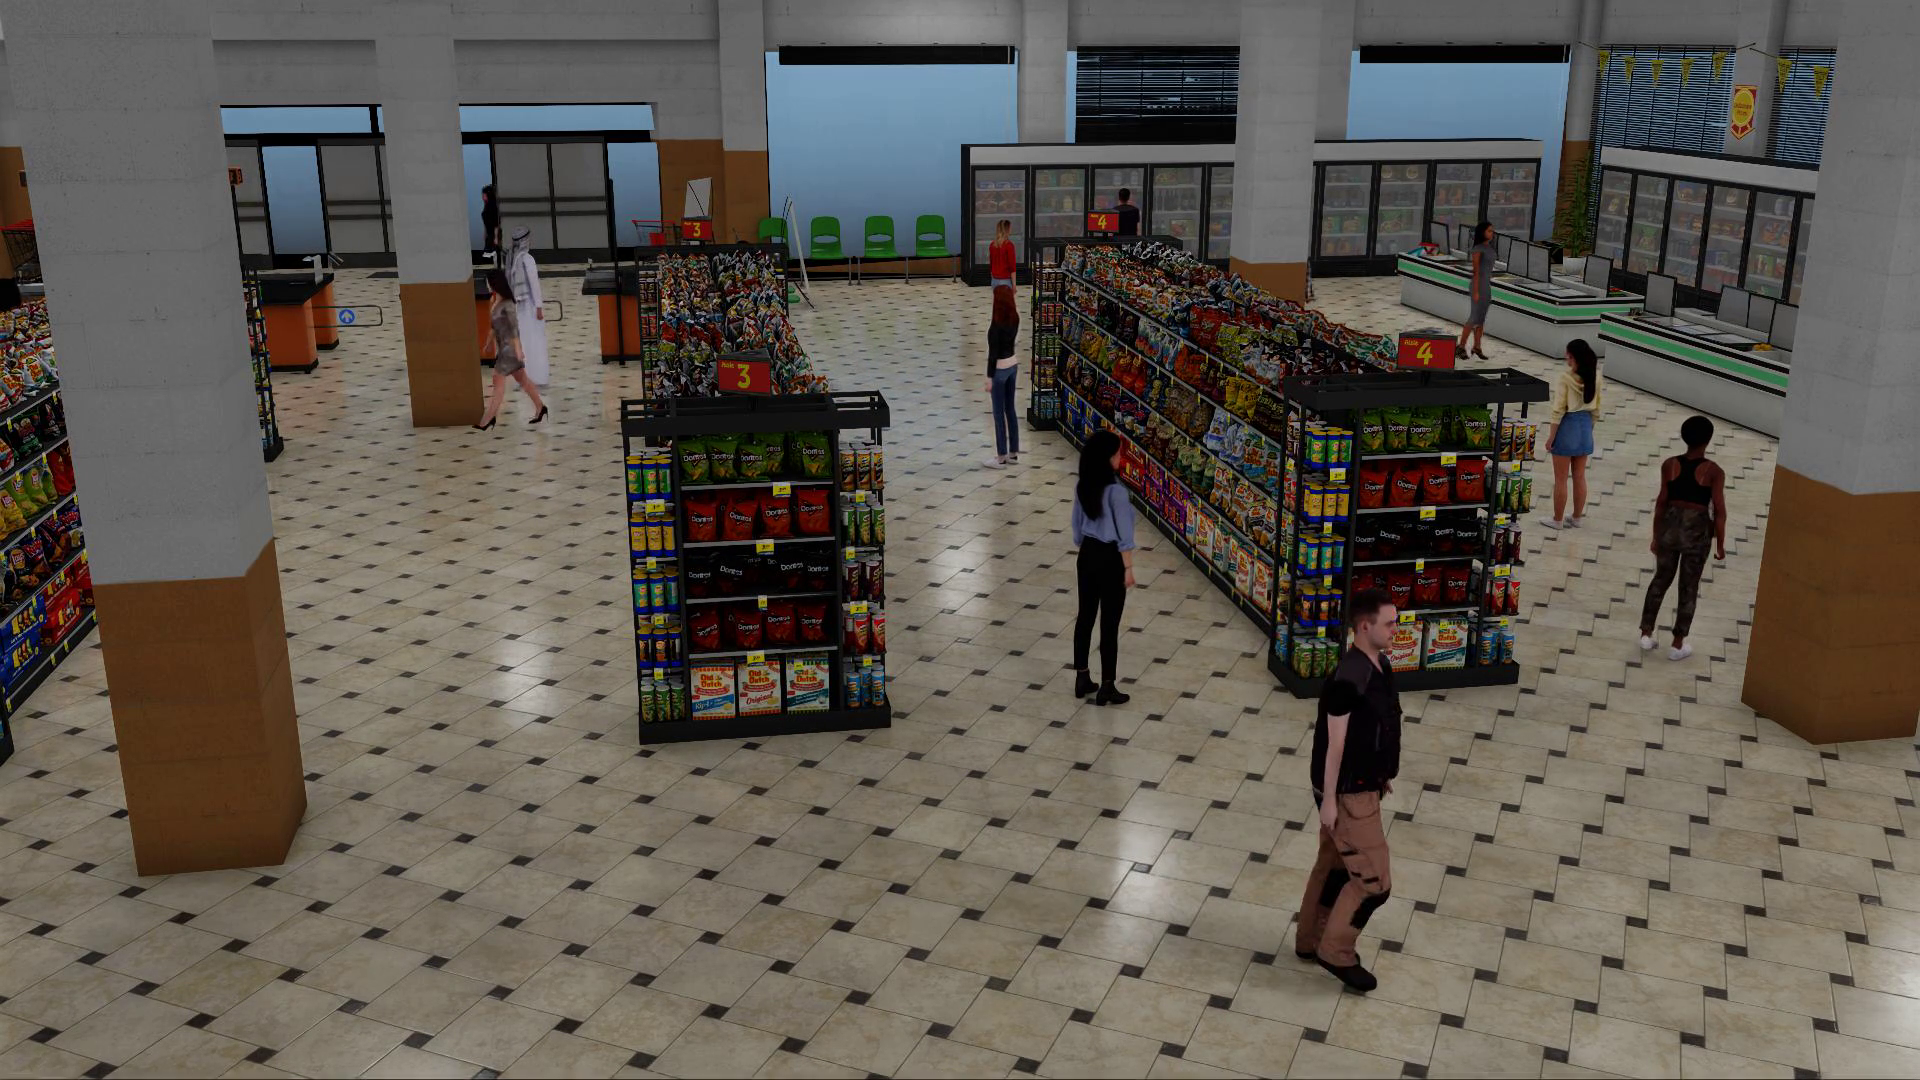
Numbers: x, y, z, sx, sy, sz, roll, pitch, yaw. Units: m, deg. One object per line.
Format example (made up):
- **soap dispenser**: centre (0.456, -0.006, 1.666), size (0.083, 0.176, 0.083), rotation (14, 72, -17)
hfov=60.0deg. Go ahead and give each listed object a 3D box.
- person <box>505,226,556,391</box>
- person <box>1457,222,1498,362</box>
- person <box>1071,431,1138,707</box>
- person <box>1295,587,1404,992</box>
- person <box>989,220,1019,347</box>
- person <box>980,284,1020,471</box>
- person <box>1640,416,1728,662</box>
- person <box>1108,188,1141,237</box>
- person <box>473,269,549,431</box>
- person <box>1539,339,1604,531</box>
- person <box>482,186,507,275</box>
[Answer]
- **person**: centre (-5.158, -2.764, 19.787), size (0.785, 1.927, 0.862), rotation (14, 22, 39)
- **person**: centre (6.703, -3.227, 21.555), size (0.762, 1.785, 0.708), rotation (13, 21, 37)
- **person**: centre (0.881, 0.180, 10.422), size (0.791, 1.735, 0.672), rotation (-14, 22, -38)
- **person**: centre (1.630, 1.073, 7.333), size (0.901, 1.820, 0.833), rotation (10, 19, 29)
- **person**: centre (0.574, -3.483, 22.538), size (0.642, 1.704, 0.747), rotation (16, 23, 42)
- **person**: centre (0.420, -1.593, 16.166), size (0.717, 1.789, 0.648), rotation (10, 20, 30)
- **person**: centre (4.802, 0.009, 11.051), size (0.707, 1.696, 0.781), rotation (16, 23, 41)
- **person**: centre (2.504, -4.484, 25.589), size (0.749, 1.845, 0.633), rotation (-6, 18, -18)
- **person**: centre (-4.712, -1.997, 17.682), size (0.911, 1.682, 1.094), rotation (-10, 20, -30)
- **person**: centre (5.216, -0.901, 14.158), size (0.665, 1.633, 0.591), rotation (-5, 18, -17)
- **person**: centre (-7.855, -5.178, 28.240), size (0.828, 1.634, 0.785), rotation (-14, 22, -38)
